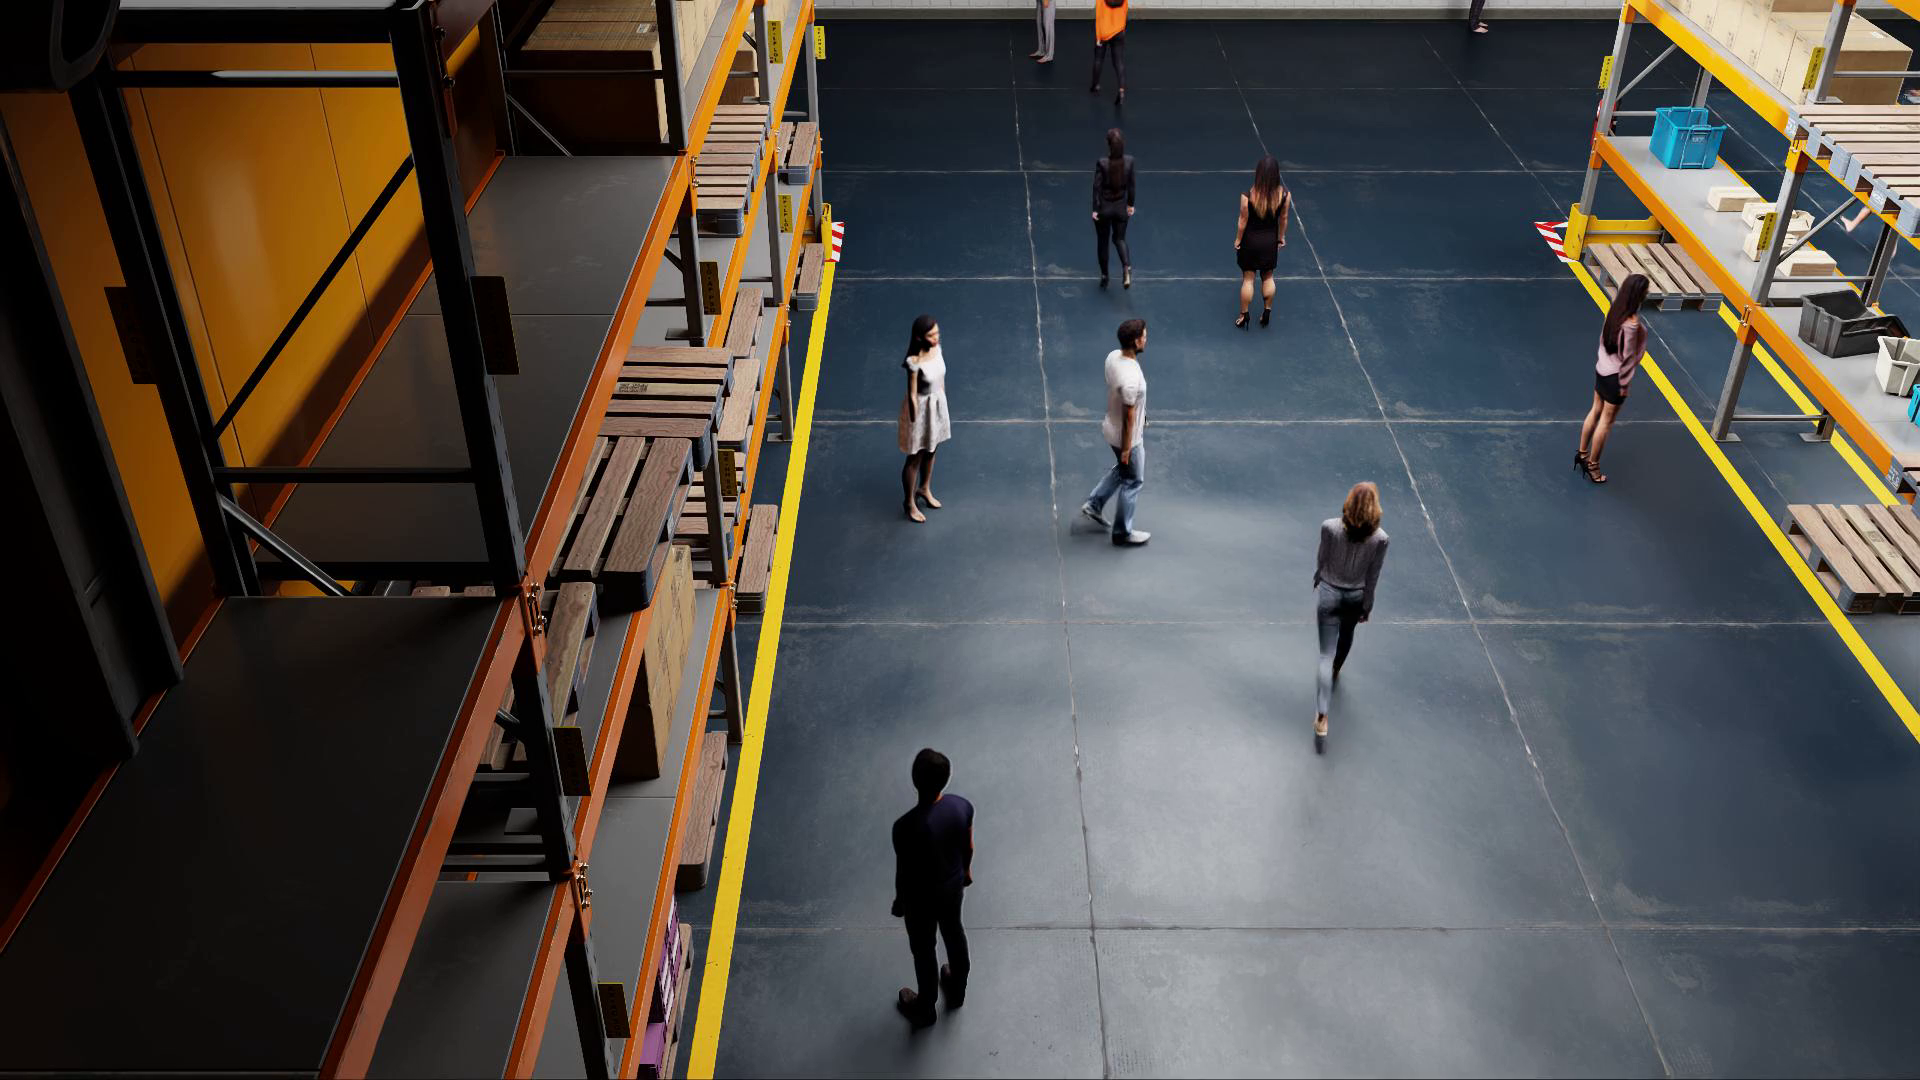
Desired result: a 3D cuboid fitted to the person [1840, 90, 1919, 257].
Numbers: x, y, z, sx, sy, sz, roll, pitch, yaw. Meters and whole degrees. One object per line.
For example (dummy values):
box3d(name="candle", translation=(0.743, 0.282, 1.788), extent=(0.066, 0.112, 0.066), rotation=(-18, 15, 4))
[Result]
box3d(name="person", translation=(9.777, -3.772, 17.292), extent=(0.915, 1.679, 1.150), rotation=(-14, 36, -20))

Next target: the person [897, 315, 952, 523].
box3d(name="person", translation=(-0.285, -0.952, 12.968), extent=(0.845, 1.768, 0.749), rotation=(18, 38, 25))

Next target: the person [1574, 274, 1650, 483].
box3d(name="person", translation=(5.279, -1.312, 13.472), extent=(0.685, 1.811, 0.475), rotation=(-2, 34, -3))

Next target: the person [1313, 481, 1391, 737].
box3d(name="person", translation=(2.475, 0.465, 10.859), extent=(0.801, 1.745, 1.268), rotation=(8, 34, 12))

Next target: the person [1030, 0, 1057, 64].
box3d(name="person", translation=(1.176, -7.470, 22.769), extent=(0.724, 1.775, 0.599), rotation=(-12, 36, -18))

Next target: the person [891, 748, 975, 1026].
box3d(name="person", translation=(-0.137, 1.830, 8.763), extent=(0.719, 1.791, 0.730), rotation=(-22, 39, -29))

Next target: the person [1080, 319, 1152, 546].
box3d(name="person", translation=(1.185, -0.819, 12.708), extent=(0.828, 1.837, 0.785), rotation=(-4, 34, -6))

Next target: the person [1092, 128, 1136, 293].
box3d(name="person", translation=(1.533, -3.208, 16.424), extent=(0.719, 1.702, 0.906), rotation=(-9, 35, -13))

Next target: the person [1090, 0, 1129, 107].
box3d(name="person", translation=(1.960, -6.367, 21.171), extent=(0.875, 1.706, 1.189), rotation=(-11, 35, -16))

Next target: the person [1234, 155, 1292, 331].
box3d(name="person", translation=(2.858, -2.820, 15.825), extent=(0.698, 1.717, 0.647), rotation=(-5, 34, -8))
